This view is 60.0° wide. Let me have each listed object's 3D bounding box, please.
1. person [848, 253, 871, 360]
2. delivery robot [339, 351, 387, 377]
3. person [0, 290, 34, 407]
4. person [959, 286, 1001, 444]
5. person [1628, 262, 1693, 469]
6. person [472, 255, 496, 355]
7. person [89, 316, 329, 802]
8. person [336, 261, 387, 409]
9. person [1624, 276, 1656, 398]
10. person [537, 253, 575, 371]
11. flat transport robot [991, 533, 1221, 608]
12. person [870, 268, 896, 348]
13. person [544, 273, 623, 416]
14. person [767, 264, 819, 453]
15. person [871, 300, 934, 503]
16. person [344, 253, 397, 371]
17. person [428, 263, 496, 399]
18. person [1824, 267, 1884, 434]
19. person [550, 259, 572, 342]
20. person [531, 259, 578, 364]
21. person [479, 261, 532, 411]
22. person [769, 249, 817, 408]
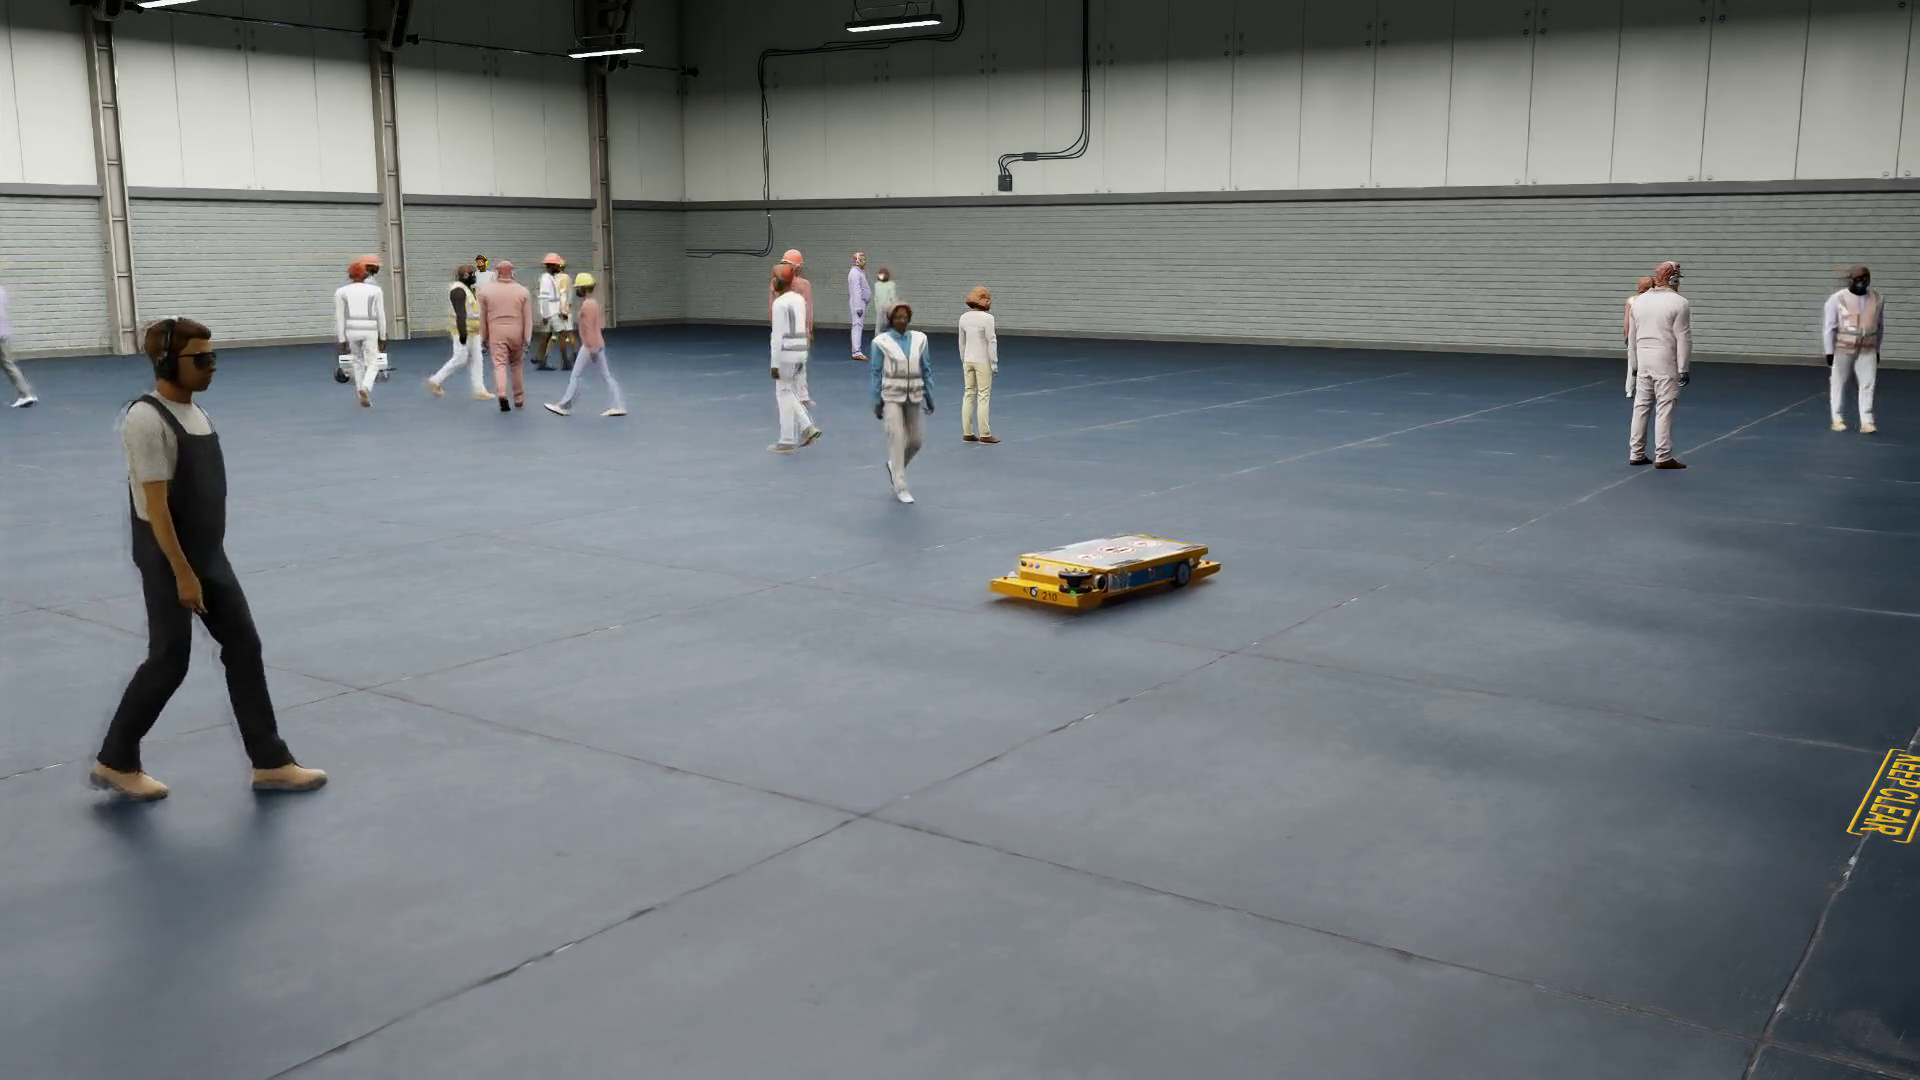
[{"bbox_3d":[-1.787,-4.162,29.679,0.410,1.909,0.643,-1,10,-5],"label":"person"},{"bbox_3d":[-8.922,-2.675,24.872,0.477,0.478,0.707,5,11,27],"label":"delivery robot"},{"bbox_3d":[-12.236,-2.592,20.985,1.011,1.881,0.600,1,10,4],"label":"person"},{"bbox_3d":[0.198,-1.815,17.296,0.279,1.633,0.499,-10,14,-44],"label":"person"},{"bbox_3d":[6.504,-1.614,15.408,0.408,1.906,0.653,-5,11,-26],"label":"person"},{"bbox_3d":[-8.848,-4.365,30.959,0.516,1.862,0.313,1,10,5],"label":"person"},{"bbox_3d":[-2.868,0.084,6.160,0.822,1.817,0.520,1,10,5],"label":"person"},{"bbox_3d":[-7.453,-2.538,20.706,0.573,1.865,0.680,-1,10,-5],"label":"person"},{"bbox_3d":[9.142,-2.700,22.238,0.511,1.641,0.308,7,12,34],"label":"person"},{"bbox_3d":[-6.535,-3.701,27.091,0.840,1.902,0.547,-2,10,-12],"label":"person"},{"bbox_3d":[0.902,0.164,10.029,0.652,0.197,1.431,9,14,42],"label":"flat transport robot"},{"bbox_3d":[-1.499,-4.591,32.966,0.515,1.582,0.847,5,11,27],"label":"person"},{"bbox_3d":[-4.509,-2.323,19.919,0.931,1.710,0.533,0,10,2],"label":"person"},{"bbox_3d":[-1.714,-1.782,16.433,0.424,1.873,0.600,3,11,19],"label":"person"},{"bbox_3d":[-0.493,-1.135,13.500,0.522,1.621,0.623,-5,11,-28],"label":"person"},{"bbox_3d":[-9.598,-3.680,26.967,0.691,1.917,0.547,-2,10,-13],"label":"person"},{"bbox_3d":[-6.643,-2.757,22.079,0.813,1.814,0.637,0,10,0],"label":"person"},{"bbox_3d":[9.799,-2.060,18.162,0.650,1.810,0.829,1,10,5],"label":"person"},{"bbox_3d":[-8.526,-5.052,35.156,0.796,1.735,0.532,3,11,16],"label":"person"},{"bbox_3d":[-6.886,-3.900,28.330,0.549,1.876,1.042,6,12,30],"label":"person"},{"bbox_3d":[-5.681,-2.549,20.803,0.644,1.876,0.920,-3,11,-17],"label":"person"},{"bbox_3d":[-2.113,-2.663,21.030,0.613,1.995,0.390,5,11,27],"label":"person"}]
